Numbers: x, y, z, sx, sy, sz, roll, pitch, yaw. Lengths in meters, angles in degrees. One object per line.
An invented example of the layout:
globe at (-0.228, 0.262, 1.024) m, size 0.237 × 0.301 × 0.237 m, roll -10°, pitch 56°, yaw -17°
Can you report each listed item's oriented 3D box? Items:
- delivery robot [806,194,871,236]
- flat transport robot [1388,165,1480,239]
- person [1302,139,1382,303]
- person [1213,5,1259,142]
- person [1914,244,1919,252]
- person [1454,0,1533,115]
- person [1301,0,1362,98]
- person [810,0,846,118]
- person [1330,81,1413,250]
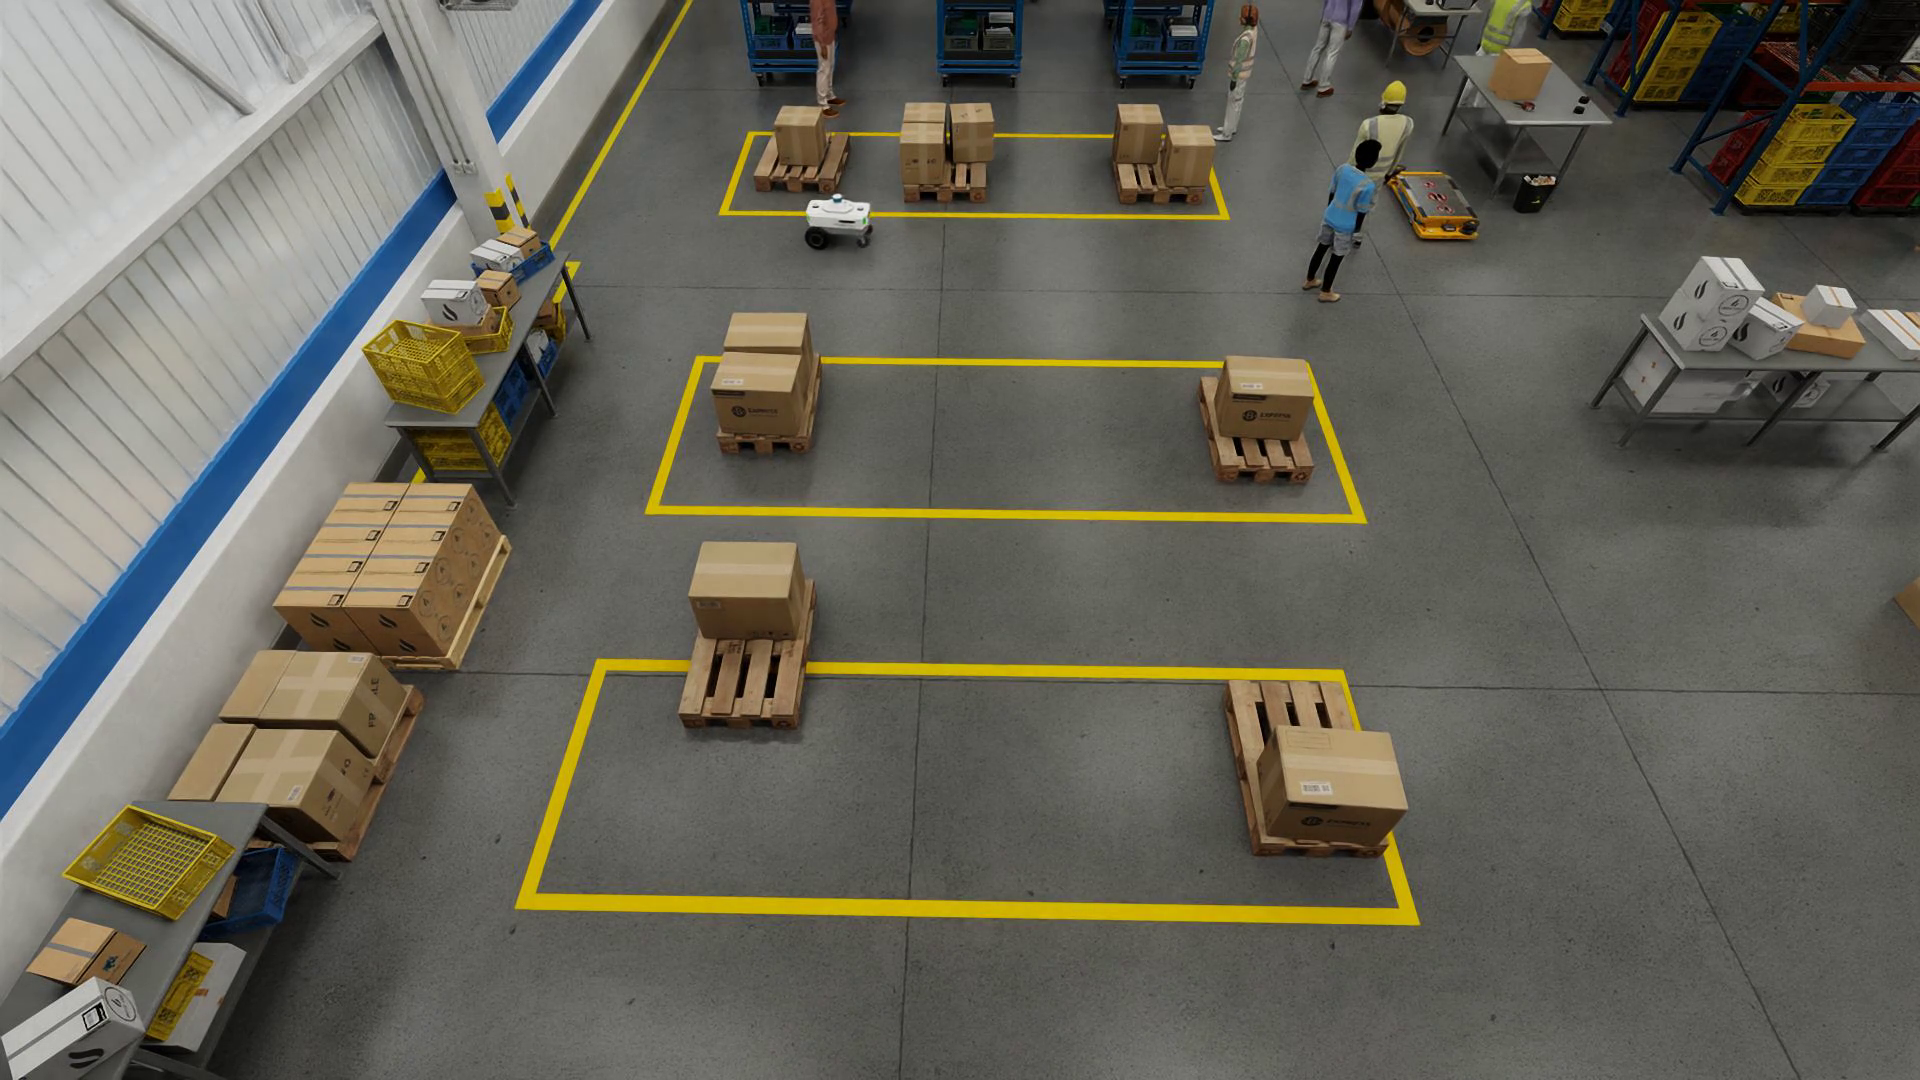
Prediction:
delivery robot at (-1.381, -3.707, 10.477) m, size 0.707 × 0.478 × 0.477 m, roll 5°, pitch 49°, yaw 4°
flat transport robot at (5.692, -4.094, 11.059) m, size 0.652 × 0.197 × 1.431 m, roll 1°, pitch 49°, yaw 1°
person at (3.917, -3.259, 9.396) m, size 0.322 × 1.699 × 0.536 m, roll -17°, pitch 51°, yaw -14°
person at (3.594, -6.001, 11.816) m, size 0.313 × 1.634 × 0.514 m, roll 18°, pitch 52°, yaw 15°
person at (11.189, -3.902, 9.834) m, size 0.362 × 1.883 × 0.575 m, roll -7°, pitch 50°, yaw -6°
person at (7.113, -6.535, 12.142) m, size 0.430 × 1.840 × 0.624 m, roll -16°, pitch 51°, yaw -13°
person at (5.198, -7.167, 12.634) m, size 0.378 × 1.930 × 0.624 m, roll -23°, pitch 53°, yaw -19°
person at (-1.757, -6.706, 12.197) m, size 0.413 × 1.986 × 0.629 m, roll 7°, pitch 50°, yaw 6°
person at (4.451, -4.037, 9.983) m, size 0.603 × 1.830 × 0.404 m, roll -7°, pitch 49°, yaw -6°
